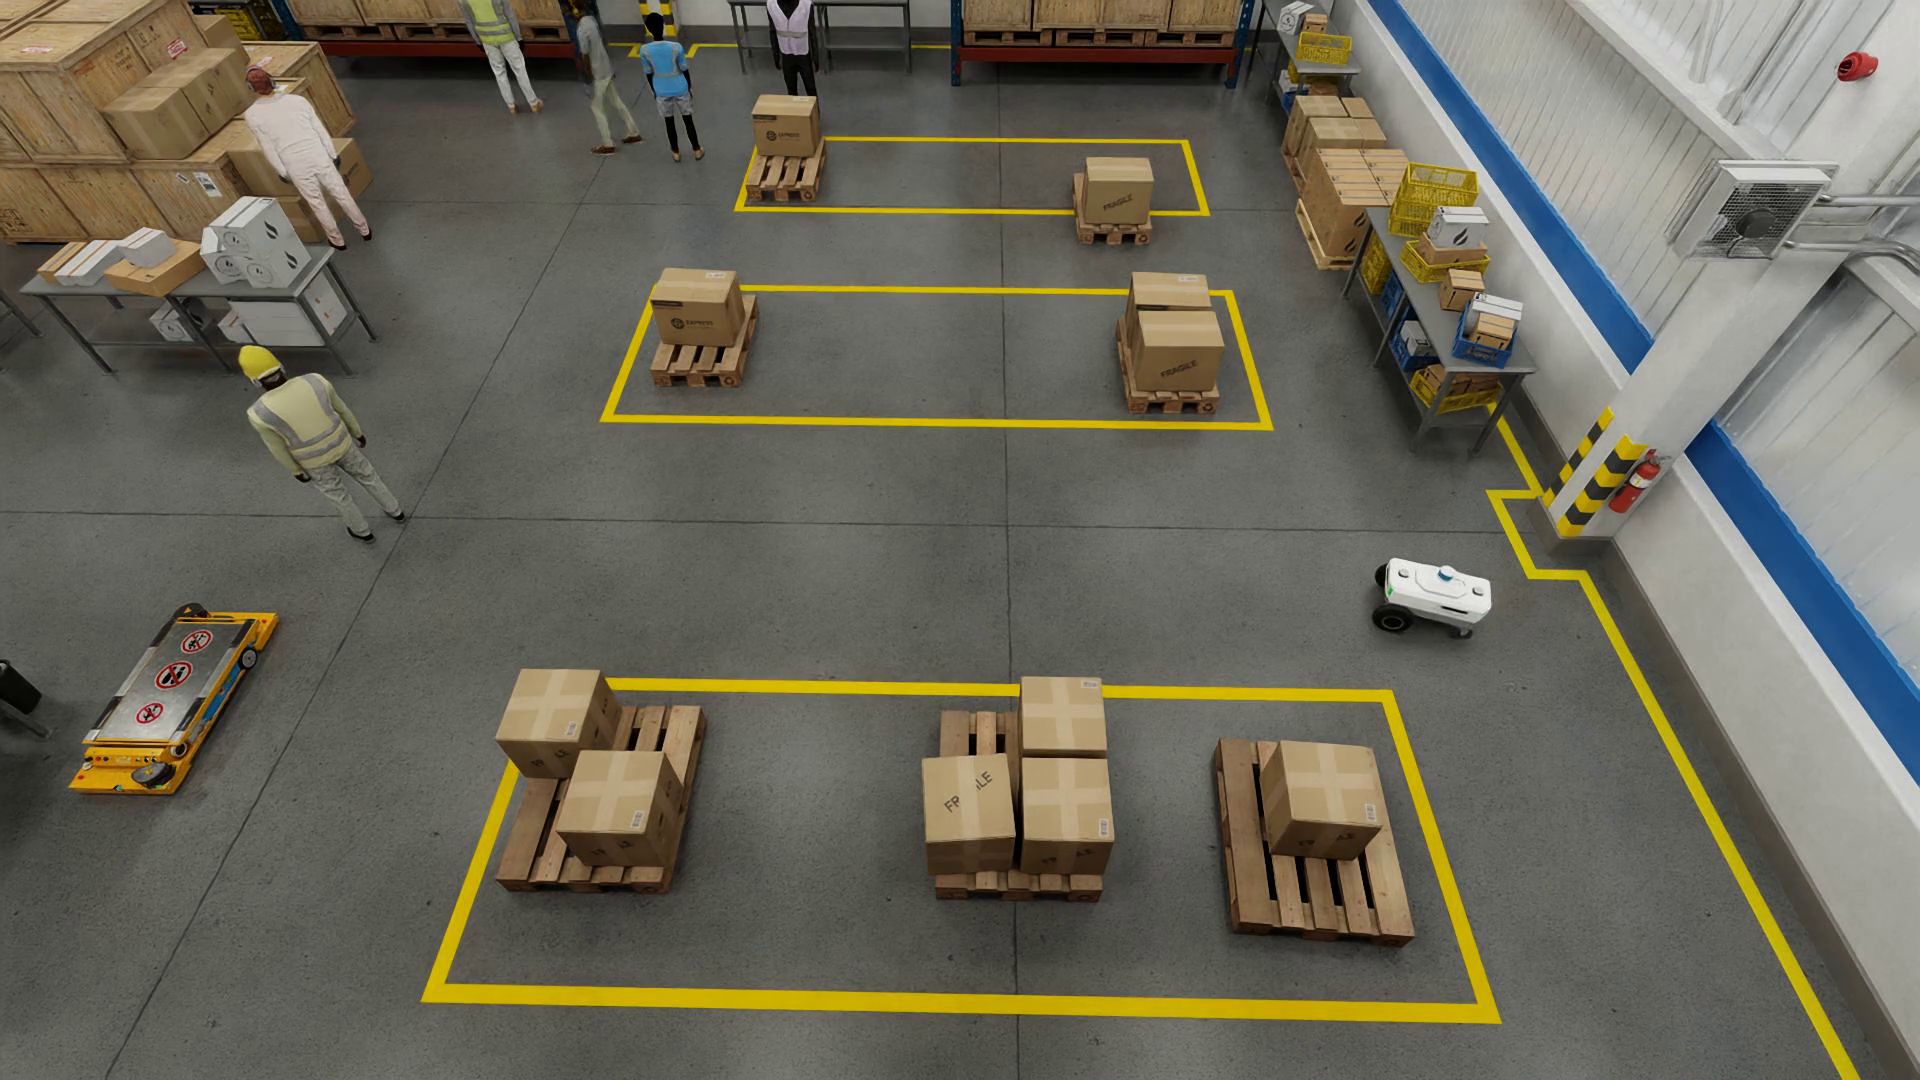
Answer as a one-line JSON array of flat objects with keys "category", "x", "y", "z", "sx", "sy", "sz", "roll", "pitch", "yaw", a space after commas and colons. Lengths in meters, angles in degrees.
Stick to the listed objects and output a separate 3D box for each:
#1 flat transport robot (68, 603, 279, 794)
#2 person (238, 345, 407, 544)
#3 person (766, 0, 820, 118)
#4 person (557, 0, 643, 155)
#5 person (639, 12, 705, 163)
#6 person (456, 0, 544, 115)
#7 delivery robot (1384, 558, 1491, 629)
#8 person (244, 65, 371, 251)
[{"category": "flat transport robot", "x": -5.504, "y": 1.072, "z": 6.442, "sx": 0.652, "sy": 0.197, "sz": 1.431, "roll": 1, "pitch": 50, "yaw": 1}, {"category": "person", "x": -4.826, "y": -0.706, "z": 6.938, "sx": 0.403, "sy": 1.823, "sz": 0.595, "roll": 28, "pitch": 55, "yaw": 21}, {"category": "person", "x": -2.040, "y": -6.052, "z": 11.408, "sx": 0.595, "sy": 1.911, "sz": 0.385, "roll": 4, "pitch": 50, "yaw": 3}, {"category": "person", "x": -4.408, "y": -5.604, "z": 11.084, "sx": 0.732, "sy": 1.840, "sz": 0.616, "roll": -5, "pitch": 50, "yaw": -5}, {"category": "person", "x": -3.454, "y": -5.389, "z": 10.980, "sx": 0.533, "sy": 1.698, "sz": 0.318, "roll": -7, "pitch": 50, "yaw": -6}, {"category": "person", "x": -5.934, "y": -6.451, "z": 11.786, "sx": 0.624, "sy": 1.844, "sz": 0.429, "roll": -6, "pitch": 50, "yaw": -5}, {"category": "delivery robot", "x": 3.520, "y": 0.378, "z": 6.785, "sx": 0.707, "sy": 0.478, "sz": 0.477, "roll": 14, "pitch": 51, "yaw": 12}, {"category": "person", "x": -6.905, "y": -4.002, "z": 9.672, "sx": 0.639, "sy": 1.908, "sz": 0.409, "roll": -35, "pitch": 58, "yaw": -26}]
